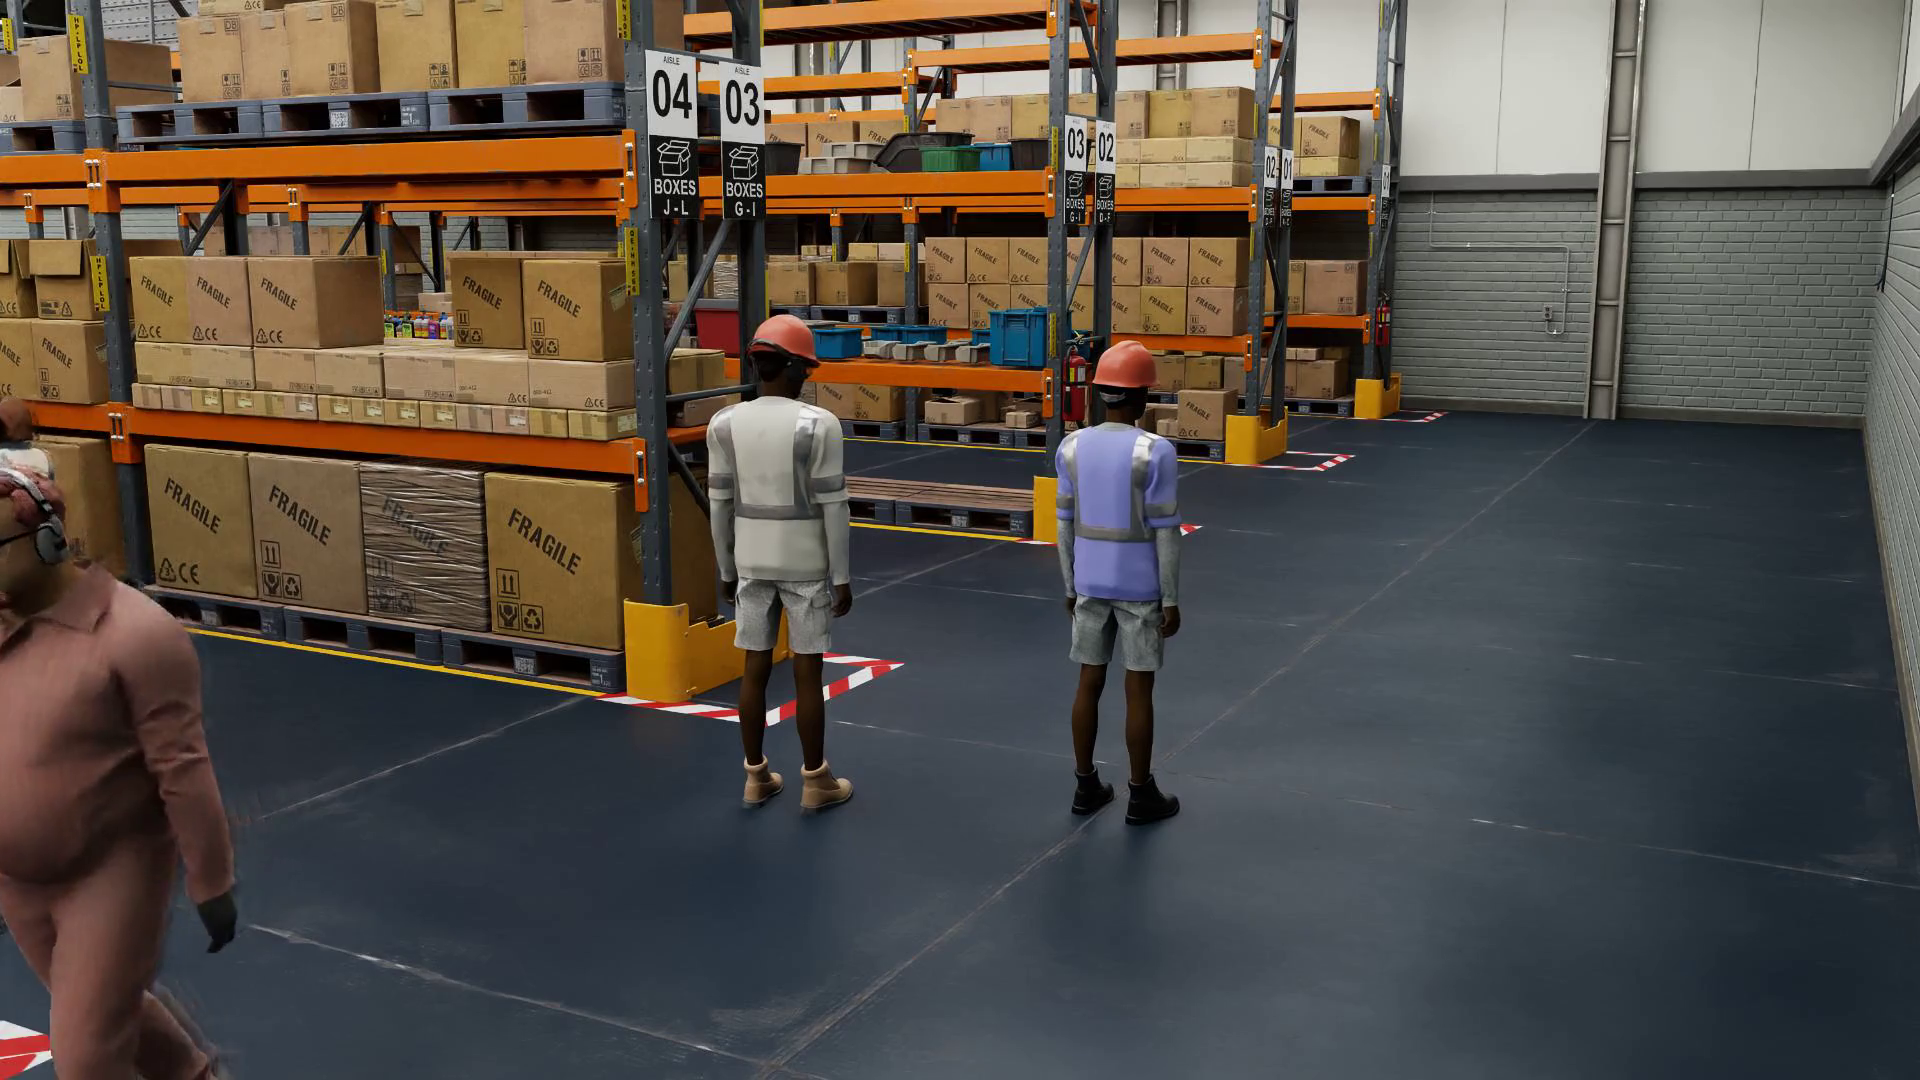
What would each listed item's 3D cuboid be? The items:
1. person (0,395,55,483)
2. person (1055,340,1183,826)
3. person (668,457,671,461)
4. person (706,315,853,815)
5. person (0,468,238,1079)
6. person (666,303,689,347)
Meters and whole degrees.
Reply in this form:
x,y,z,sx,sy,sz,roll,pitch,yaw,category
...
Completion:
x,y,z,sx,sy,sz,roll,pitch,yaw,category
-4.428,0.108,7.913,0.794,1.610,0.510,0,10,-1,person
0.647,0.175,6.670,0.543,1.939,0.356,7,12,33,person
-2.101,-0.636,11.436,0.533,1.822,0.989,-9,14,-40,person
-0.714,0.106,6.789,0.605,2.033,0.392,4,11,19,person
-1.995,0.745,3.835,0.669,1.880,0.908,3,11,15,person
-3.049,-1.745,18.031,0.535,1.618,0.515,2,11,13,person
